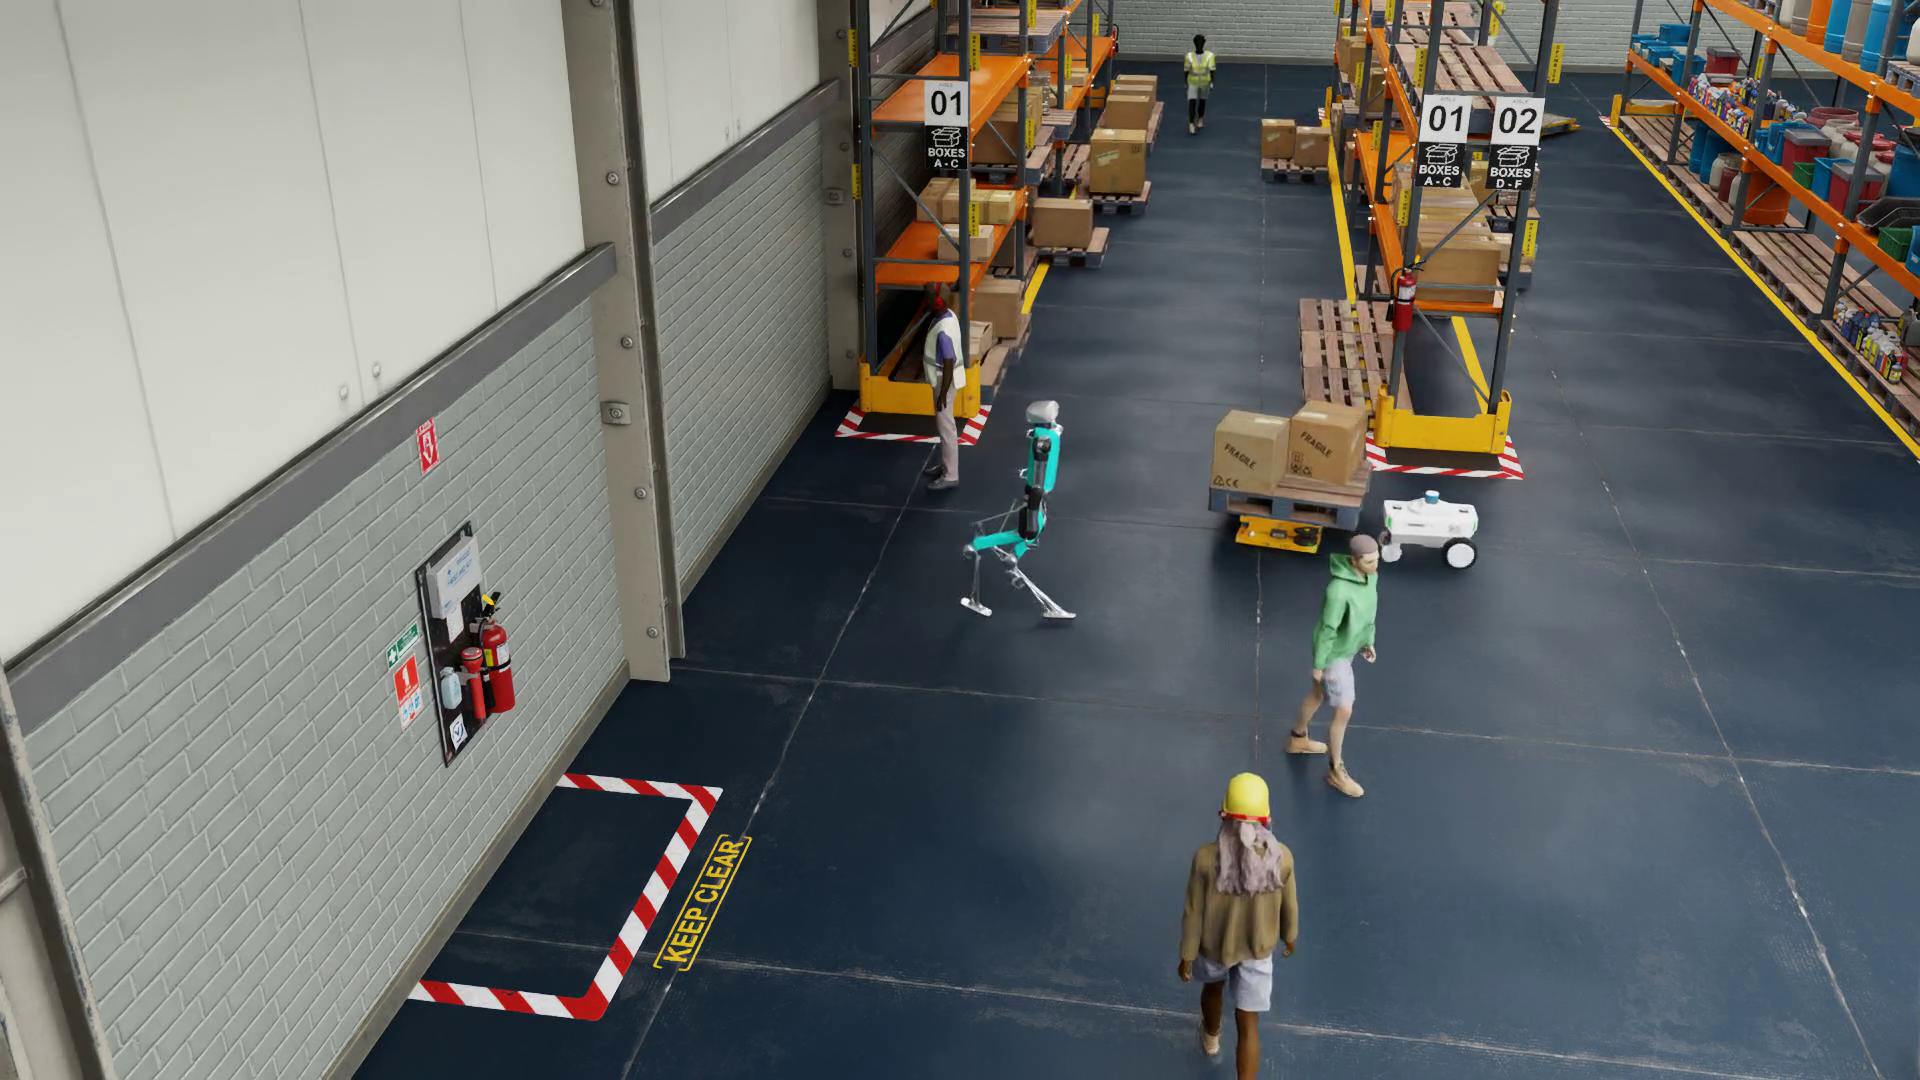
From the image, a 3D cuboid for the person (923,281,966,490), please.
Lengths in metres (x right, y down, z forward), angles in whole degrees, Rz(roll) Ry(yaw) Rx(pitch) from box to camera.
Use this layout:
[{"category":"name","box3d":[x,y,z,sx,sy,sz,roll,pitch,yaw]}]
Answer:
[{"category":"person","box3d":[-0.134,-1.338,14.360,0.373,1.842,0.568,-1,25,-2]}]

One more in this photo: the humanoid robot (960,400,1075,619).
[{"category":"humanoid robot","box3d":[0.328,-0.176,12.059,1.034,1.767,0.535,5,25,10]}]

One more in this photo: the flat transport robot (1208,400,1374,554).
[{"category":"flat transport robot","box3d":[2.777,-0.281,13.960,0.659,0.231,1.431,9,26,18]}]

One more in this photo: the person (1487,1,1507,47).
[{"category":"person","box3d":[10.087,-9.404,31.770,0.931,1.704,0.556,0,25,0]}]

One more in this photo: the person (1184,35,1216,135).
[{"category":"person","box3d":[4.090,-7.818,28.468,0.529,1.641,0.923,1,25,3]}]

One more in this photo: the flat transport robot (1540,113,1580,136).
[{"category":"flat transport robot","box3d":[9.952,-7.101,28.556,1.431,0.231,0.659,-18,31,-34]}]

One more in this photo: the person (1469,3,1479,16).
[{"category":"person","box3d":[9.254,-9.019,30.845,0.975,1.811,0.536,16,29,30]}]

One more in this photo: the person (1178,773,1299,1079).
[{"category":"person","box3d":[1.289,1.863,7.657,0.558,1.721,0.897,1,25,3]}]

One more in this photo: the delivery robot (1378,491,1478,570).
[{"category":"delivery robot","box3d":[3.751,-0.090,13.234,0.807,0.613,0.499,3,25,7]}]

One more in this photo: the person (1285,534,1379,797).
[{"category":"person","box3d":[2.292,0.696,10.176,0.646,1.701,0.490,19,31,35]}]

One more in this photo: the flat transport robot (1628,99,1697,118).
[{"category":"flat transport robot","box3d":[12.681,-7.751,29.947,1.431,0.231,0.659,4,25,9]}]
